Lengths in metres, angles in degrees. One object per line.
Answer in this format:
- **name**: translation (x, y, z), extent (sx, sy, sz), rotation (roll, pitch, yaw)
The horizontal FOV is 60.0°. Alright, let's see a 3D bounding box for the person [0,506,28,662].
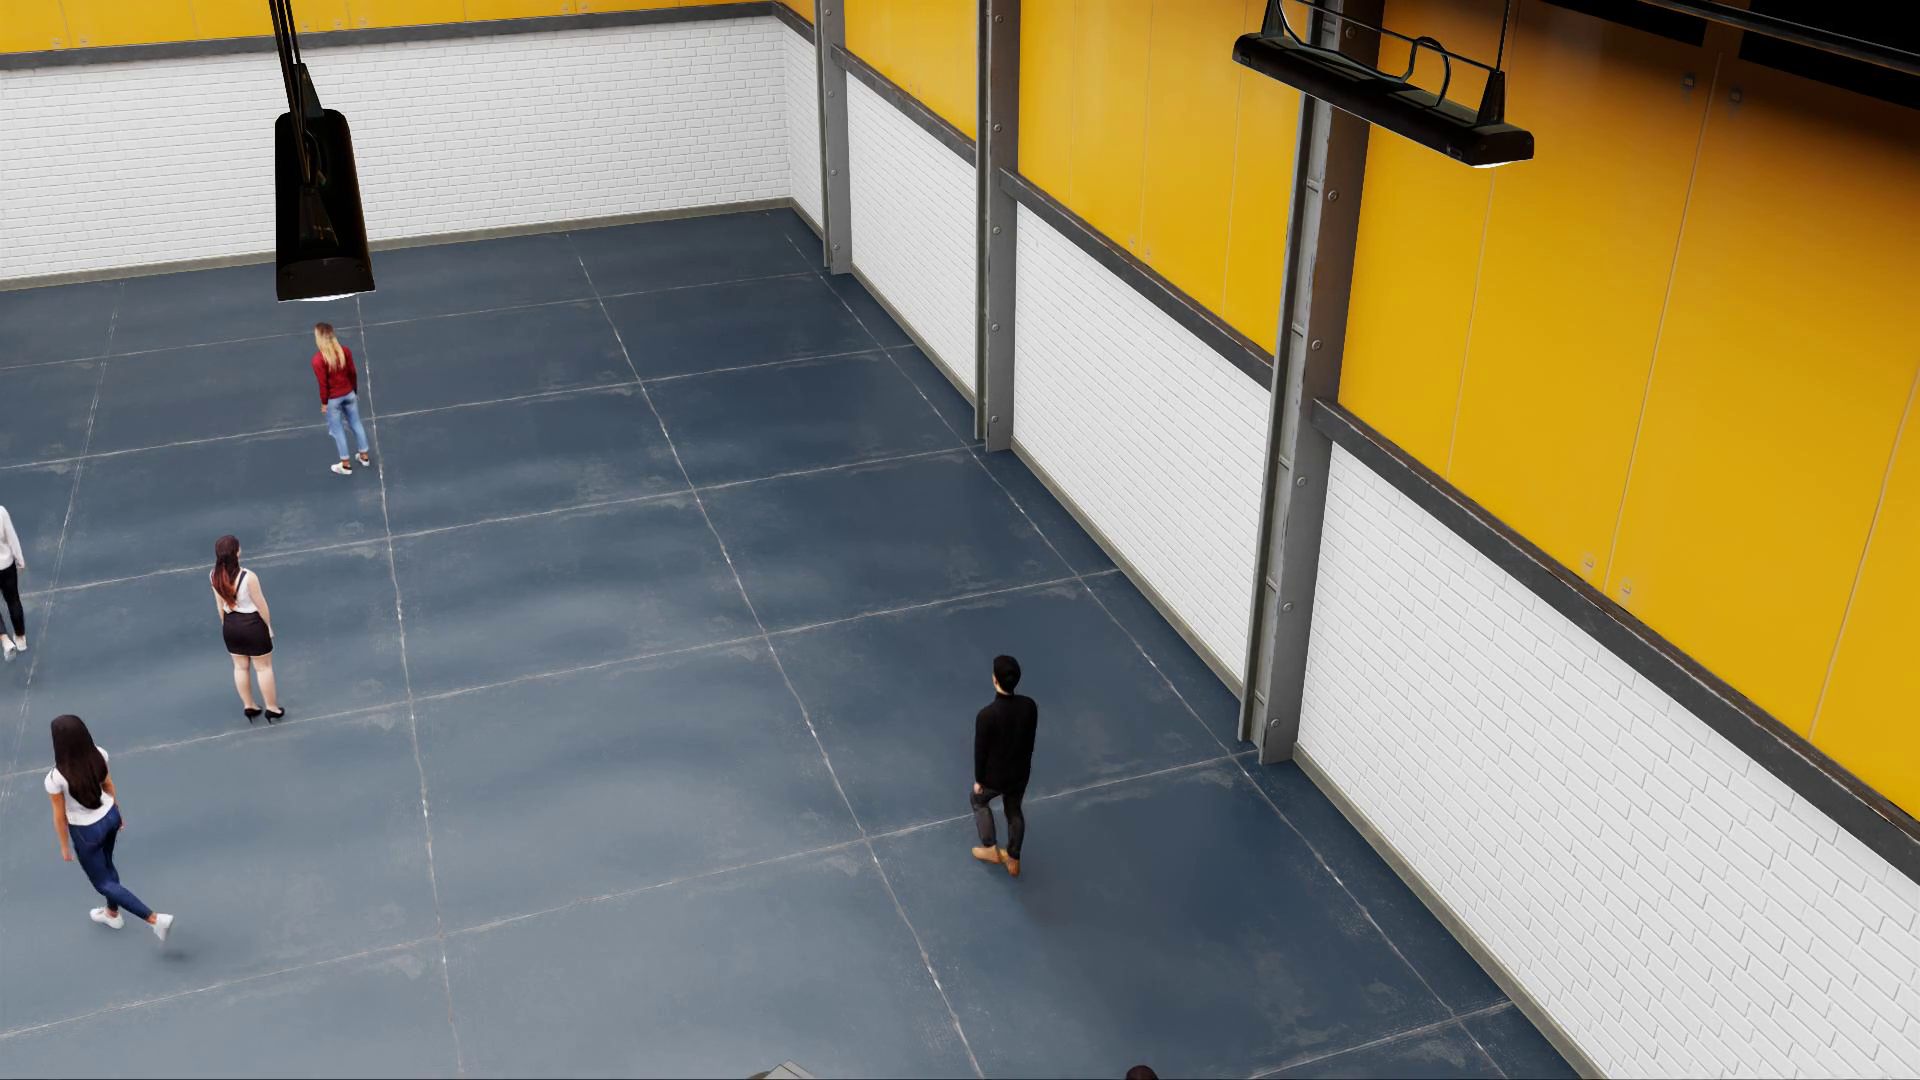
- **person**: translation (-8.069, 0.265, 13.905), extent (0.751, 1.684, 0.935), rotation (-19, 34, -31)

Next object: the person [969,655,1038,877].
- **person**: translation (0.332, 1.602, 11.424), extent (0.703, 1.712, 0.652), rotation (-14, 32, -24)

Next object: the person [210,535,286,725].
- **person**: translation (-5.644, 0.709, 13.128), extent (0.608, 1.648, 0.615), rotation (1, 29, 1)

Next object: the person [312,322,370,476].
- **person**: translation (-6.407, -1.473, 17.143), extent (0.696, 1.634, 0.676), rotation (18, 34, 30)

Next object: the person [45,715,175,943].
- **person**: translation (-5.546, 1.919, 10.802), extent (1.081, 1.753, 1.055), rotation (11, 30, 19)
